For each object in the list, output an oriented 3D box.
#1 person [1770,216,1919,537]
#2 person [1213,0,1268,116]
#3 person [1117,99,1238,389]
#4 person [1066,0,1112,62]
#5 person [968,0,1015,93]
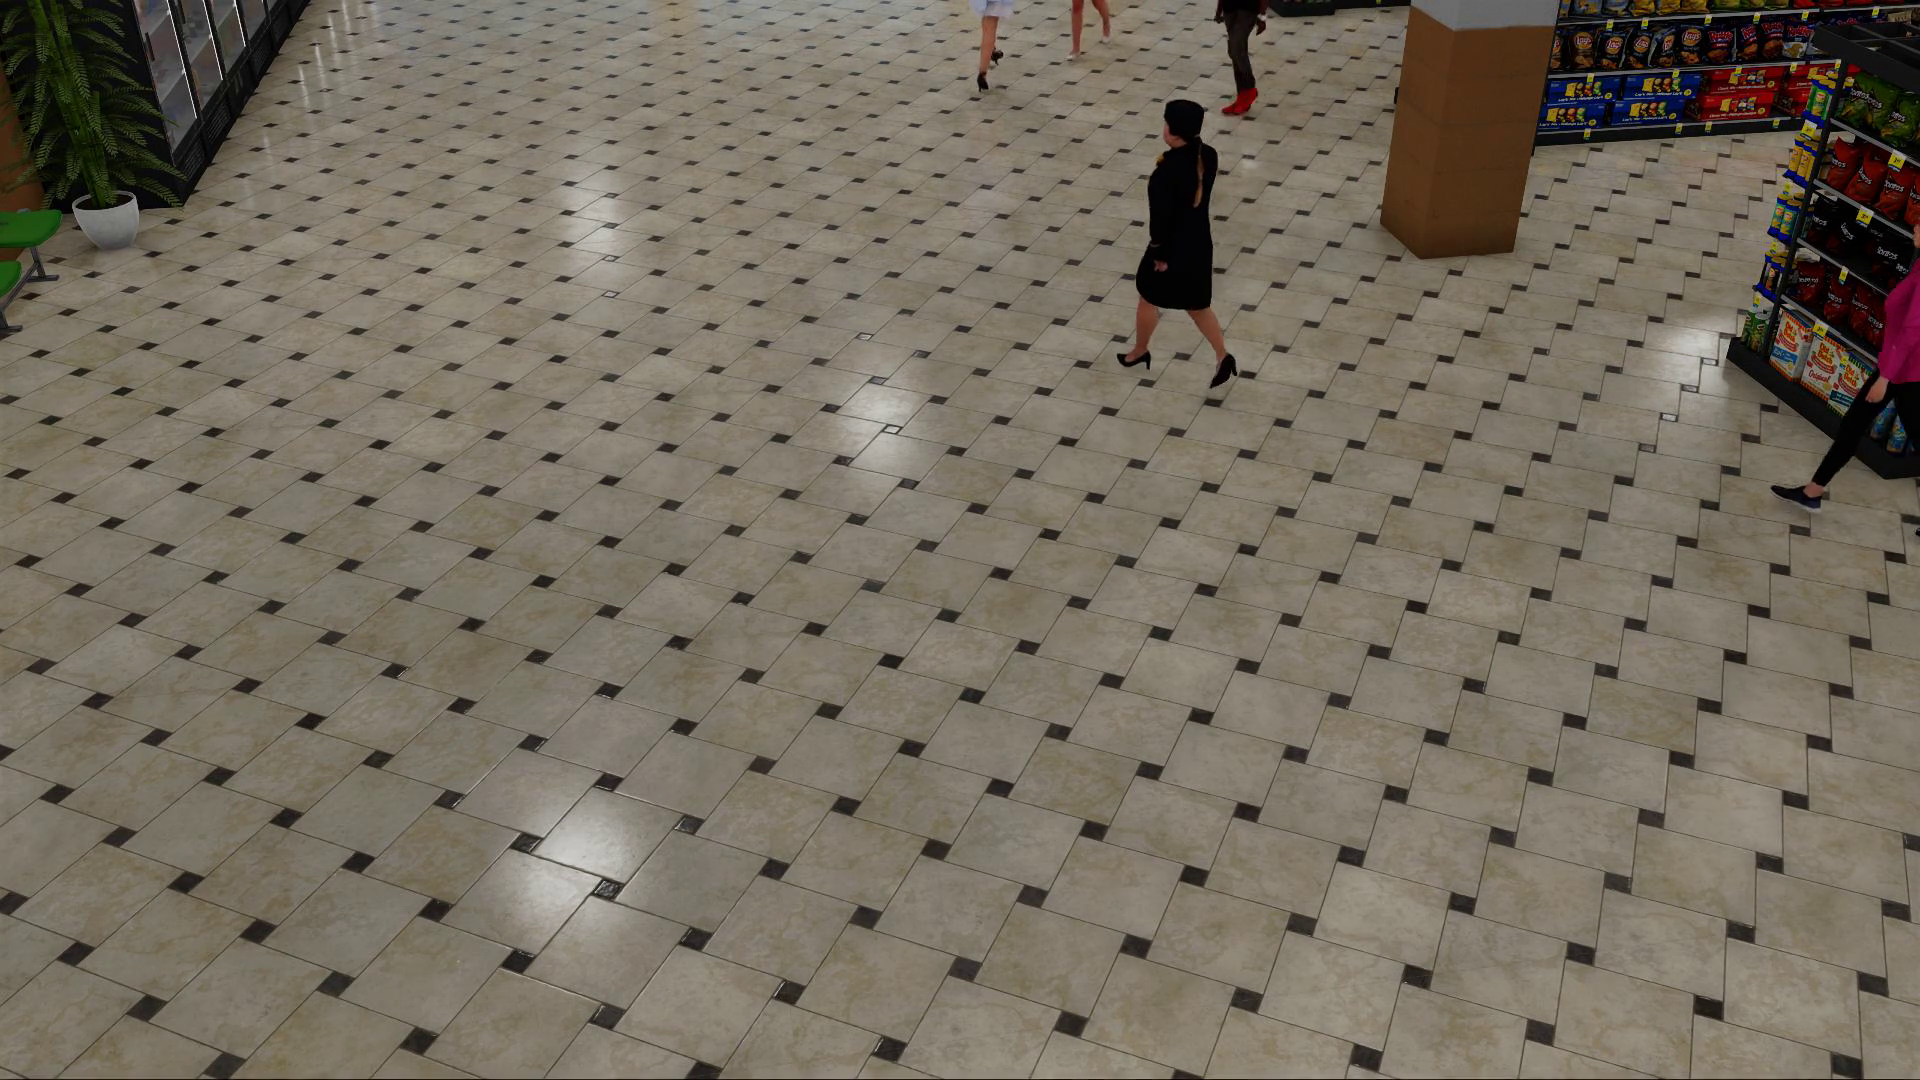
[{"bbox_3d":[4.654,-0.763,8.005,1.235,1.650,1.118,14,35,22],"label":"person"},{"bbox_3d":[2.421,-4.421,13.749,0.769,1.793,0.767,-19,36,-27],"label":"person"},{"bbox_3d":[1.296,-1.614,9.383,1.122,1.639,1.082,-25,40,-34],"label":"person"},{"bbox_3d":[1.227,-5.311,15.273,1.054,1.694,0.996,12,34,19],"label":"person"},{"bbox_3d":[0.255,-4.756,14.307,1.173,1.772,1.025,7,33,12],"label":"person"}]
